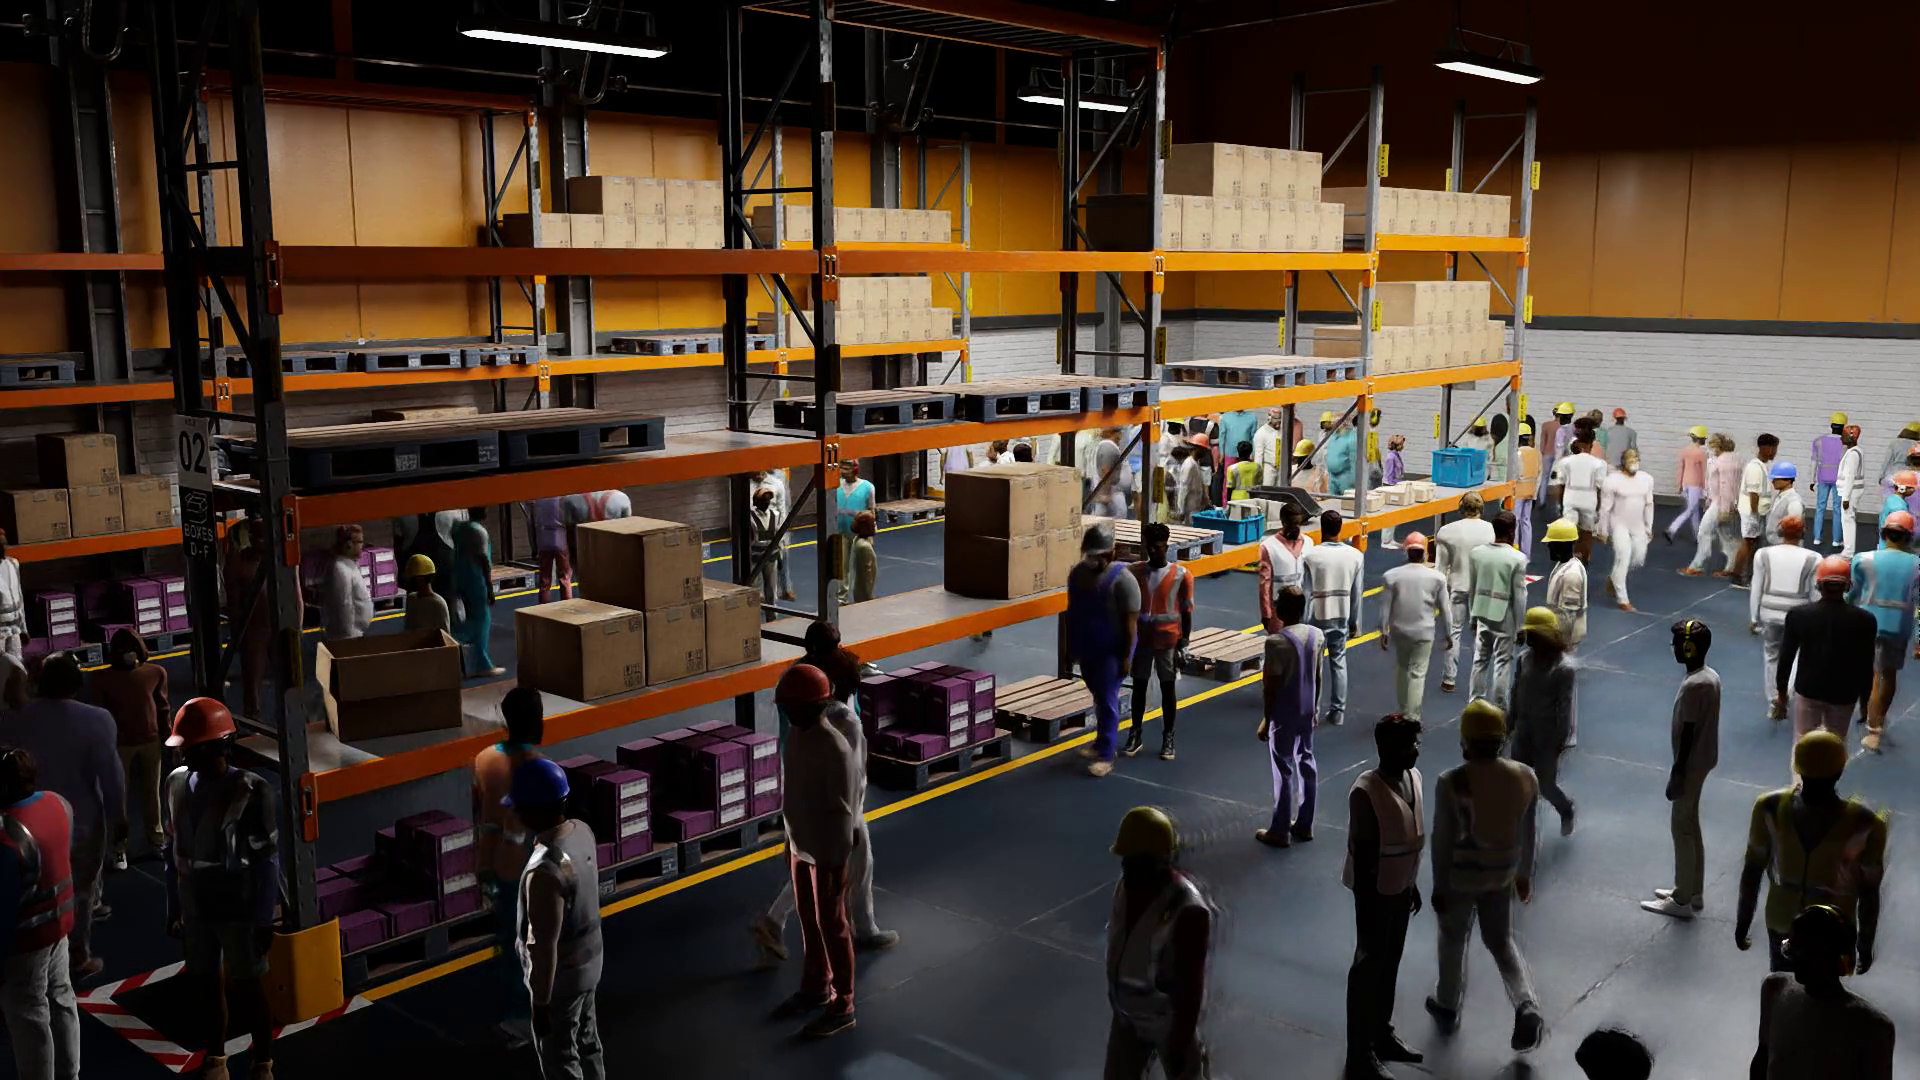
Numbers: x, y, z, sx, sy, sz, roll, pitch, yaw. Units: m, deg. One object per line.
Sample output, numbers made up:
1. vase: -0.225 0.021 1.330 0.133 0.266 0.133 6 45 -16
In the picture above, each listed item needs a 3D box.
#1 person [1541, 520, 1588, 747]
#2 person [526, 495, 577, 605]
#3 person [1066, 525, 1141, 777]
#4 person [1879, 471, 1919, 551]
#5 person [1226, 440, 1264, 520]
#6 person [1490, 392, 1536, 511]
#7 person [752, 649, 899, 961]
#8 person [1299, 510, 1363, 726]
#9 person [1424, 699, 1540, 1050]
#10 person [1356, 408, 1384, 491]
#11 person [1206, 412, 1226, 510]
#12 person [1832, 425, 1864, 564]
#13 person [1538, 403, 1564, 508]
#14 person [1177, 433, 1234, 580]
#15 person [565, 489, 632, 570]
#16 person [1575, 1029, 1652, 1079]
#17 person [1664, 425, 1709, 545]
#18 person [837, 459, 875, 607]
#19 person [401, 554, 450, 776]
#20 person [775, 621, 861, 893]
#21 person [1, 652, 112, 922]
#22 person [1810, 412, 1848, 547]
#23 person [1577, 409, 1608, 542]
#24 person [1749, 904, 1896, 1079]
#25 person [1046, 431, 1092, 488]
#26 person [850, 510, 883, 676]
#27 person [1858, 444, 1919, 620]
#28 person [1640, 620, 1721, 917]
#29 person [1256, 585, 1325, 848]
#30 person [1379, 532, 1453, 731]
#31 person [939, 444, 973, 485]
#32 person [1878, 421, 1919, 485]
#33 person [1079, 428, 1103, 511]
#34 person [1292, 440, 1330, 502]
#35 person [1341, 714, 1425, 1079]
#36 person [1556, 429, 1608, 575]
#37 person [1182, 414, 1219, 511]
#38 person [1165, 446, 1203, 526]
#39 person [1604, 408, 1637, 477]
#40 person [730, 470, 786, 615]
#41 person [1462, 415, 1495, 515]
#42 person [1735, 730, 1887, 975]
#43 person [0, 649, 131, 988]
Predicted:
1. person: 5.058 0.780 14.001 0.397 1.918 0.588 2 10 13
2. person: -4.467 0.052 18.322 0.586 1.925 0.369 1 10 6
3. person: 1.104 0.833 13.311 0.678 2.000 0.695 -8 12 -38
4. person: 10.542 0.081 18.710 0.355 1.737 0.576 4 11 25
5. person: 3.801 -0.487 22.247 0.530 1.689 0.321 -2 10 -12
6. person: 8.858 -1.412 26.716 0.681 2.000 0.915 3 10 16
7. person: -0.780 1.543 9.631 0.838 1.860 0.591 -6 11 -32
8. person: 3.235 0.689 14.587 0.598 1.907 0.409 -3 10 -16
9. person: 2.730 1.736 8.633 0.598 1.811 0.739 -2 10 -13
10. person: 6.275 -1.107 25.522 0.705 1.834 0.503 -3 10 -18
11. person: 4.203 -1.438 27.248 0.390 1.922 0.589 -8 12 -40
12. person: 12.009 -0.615 22.466 0.351 1.878 0.568 6 11 33
13. person: 9.826 -1.387 27.420 0.534 1.755 0.341 8 12 40
14. person: 3.033 -0.433 21.362 0.958 1.867 0.544 2 10 11
15. person: -3.816 0.108 17.640 0.699 2.000 0.583 -1 10 -5
16. person: 2.167 2.342 5.439 0.558 1.650 0.525 5 11 26
17. person: 10.500 -0.786 23.888 0.821 1.736 0.534 -2 10 -14
18. person: -1.238 -0.069 19.290 0.564 1.841 0.390 4 10 23
19. person: -4.250 0.984 13.230 0.525 1.769 0.311 7 12 36
20. person: -0.868 1.402 10.557 0.429 1.833 0.635 9 13 42
21. person: -5.437 1.528 10.079 0.588 1.722 0.599 -1 10 -5
22. person: 12.478 -0.863 23.778 0.593 1.925 0.384 8 13 41
23. person: 9.188 -0.938 24.189 0.372 1.940 0.631 7 12 35
24. person: 2.970 2.170 5.841 0.314 1.869 0.537 -5 11 -30
25. person: 1.626 -0.978 24.474 0.636 1.931 1.076 4 10 23
26. person: -0.934 0.516 16.420 0.285 1.633 0.497 -2 10 -13
27. person: 10.712 -0.082 18.898 0.852 2.007 0.611 5 11 28
28. person: 4.533 1.417 10.392 0.351 1.856 0.519 6 11 34
29. person: 2.297 1.219 11.588 0.506 1.847 0.345 -6 11 -31
30. person: 3.998 0.787 14.534 0.596 1.712 0.786 6 11 30
31. person: -0.054 -0.972 24.690 0.504 1.840 0.345 -1 10 -4
32. person: 14.043 -0.926 24.817 0.568 1.690 0.728 6 11 34
33. person: 2.069 -1.343 27.156 0.527 1.762 0.345 3 10 19
34. person: 4.192 -0.268 20.242 0.587 1.922 0.383 6 11 31
35. person: 2.126 1.762 8.346 0.388 1.846 0.565 8 12 39
36. person: 7.939 -0.457 21.340 0.628 1.930 0.887 6 11 32
37. person: 3.684 -1.194 25.453 0.619 2.028 0.409 6 11 31
38. person: 2.965 -0.418 21.891 0.565 1.661 0.362 -3 10 -19
39. person: 10.669 -1.293 27.032 0.565 1.702 0.923 1 10 6
40. person: -2.310 -0.055 19.053 0.648 1.900 0.399 -1 10 -7
41. person: 7.983 -1.079 25.651 0.486 1.723 0.624 5 11 25
42. person: 4.079 1.802 7.984 0.599 1.892 0.927 9 13 42
43. person: -4.994 1.557 9.344 0.624 1.921 0.438 1 10 5
